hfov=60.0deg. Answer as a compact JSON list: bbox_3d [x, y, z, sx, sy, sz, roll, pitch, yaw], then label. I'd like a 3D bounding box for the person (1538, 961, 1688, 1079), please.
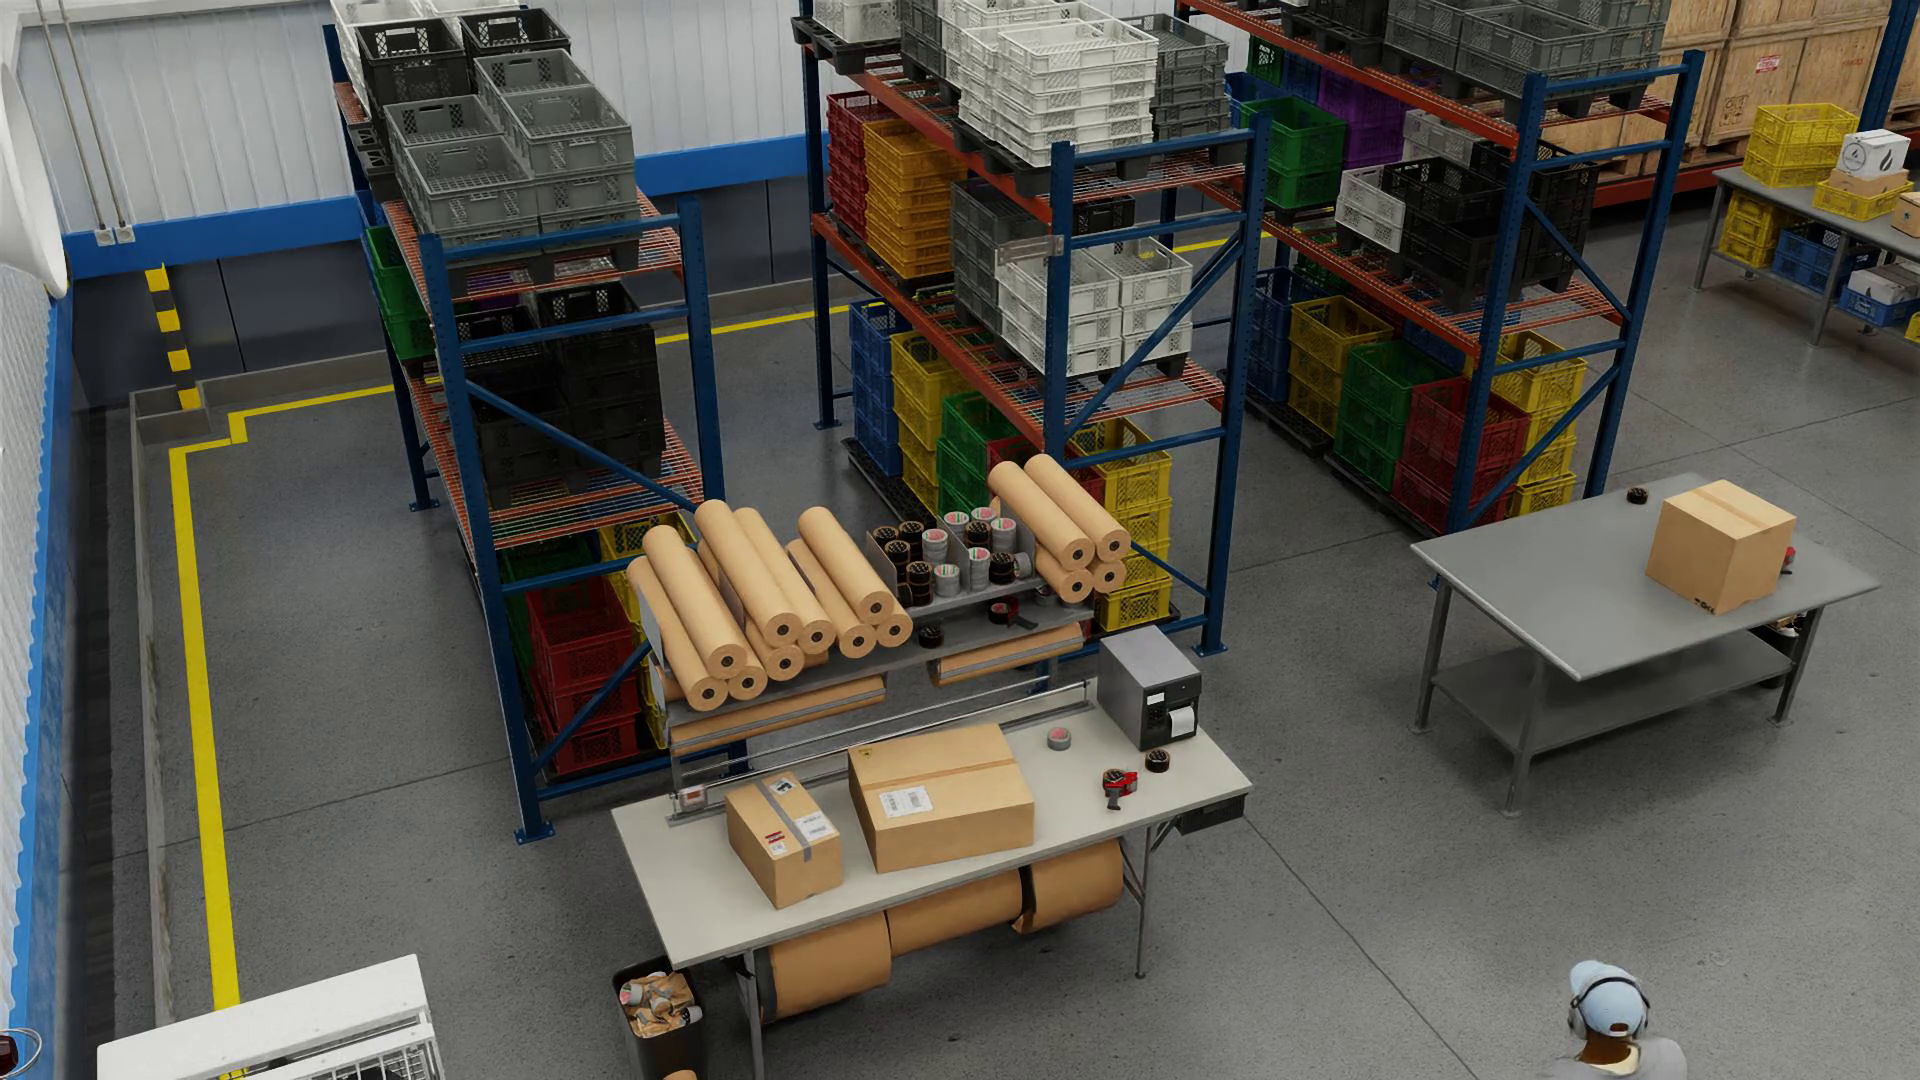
[{"bbox_3d":[1.872,2.021,5.180,0.588,1.850,0.396,-12,34,-19],"label":"person"}]
